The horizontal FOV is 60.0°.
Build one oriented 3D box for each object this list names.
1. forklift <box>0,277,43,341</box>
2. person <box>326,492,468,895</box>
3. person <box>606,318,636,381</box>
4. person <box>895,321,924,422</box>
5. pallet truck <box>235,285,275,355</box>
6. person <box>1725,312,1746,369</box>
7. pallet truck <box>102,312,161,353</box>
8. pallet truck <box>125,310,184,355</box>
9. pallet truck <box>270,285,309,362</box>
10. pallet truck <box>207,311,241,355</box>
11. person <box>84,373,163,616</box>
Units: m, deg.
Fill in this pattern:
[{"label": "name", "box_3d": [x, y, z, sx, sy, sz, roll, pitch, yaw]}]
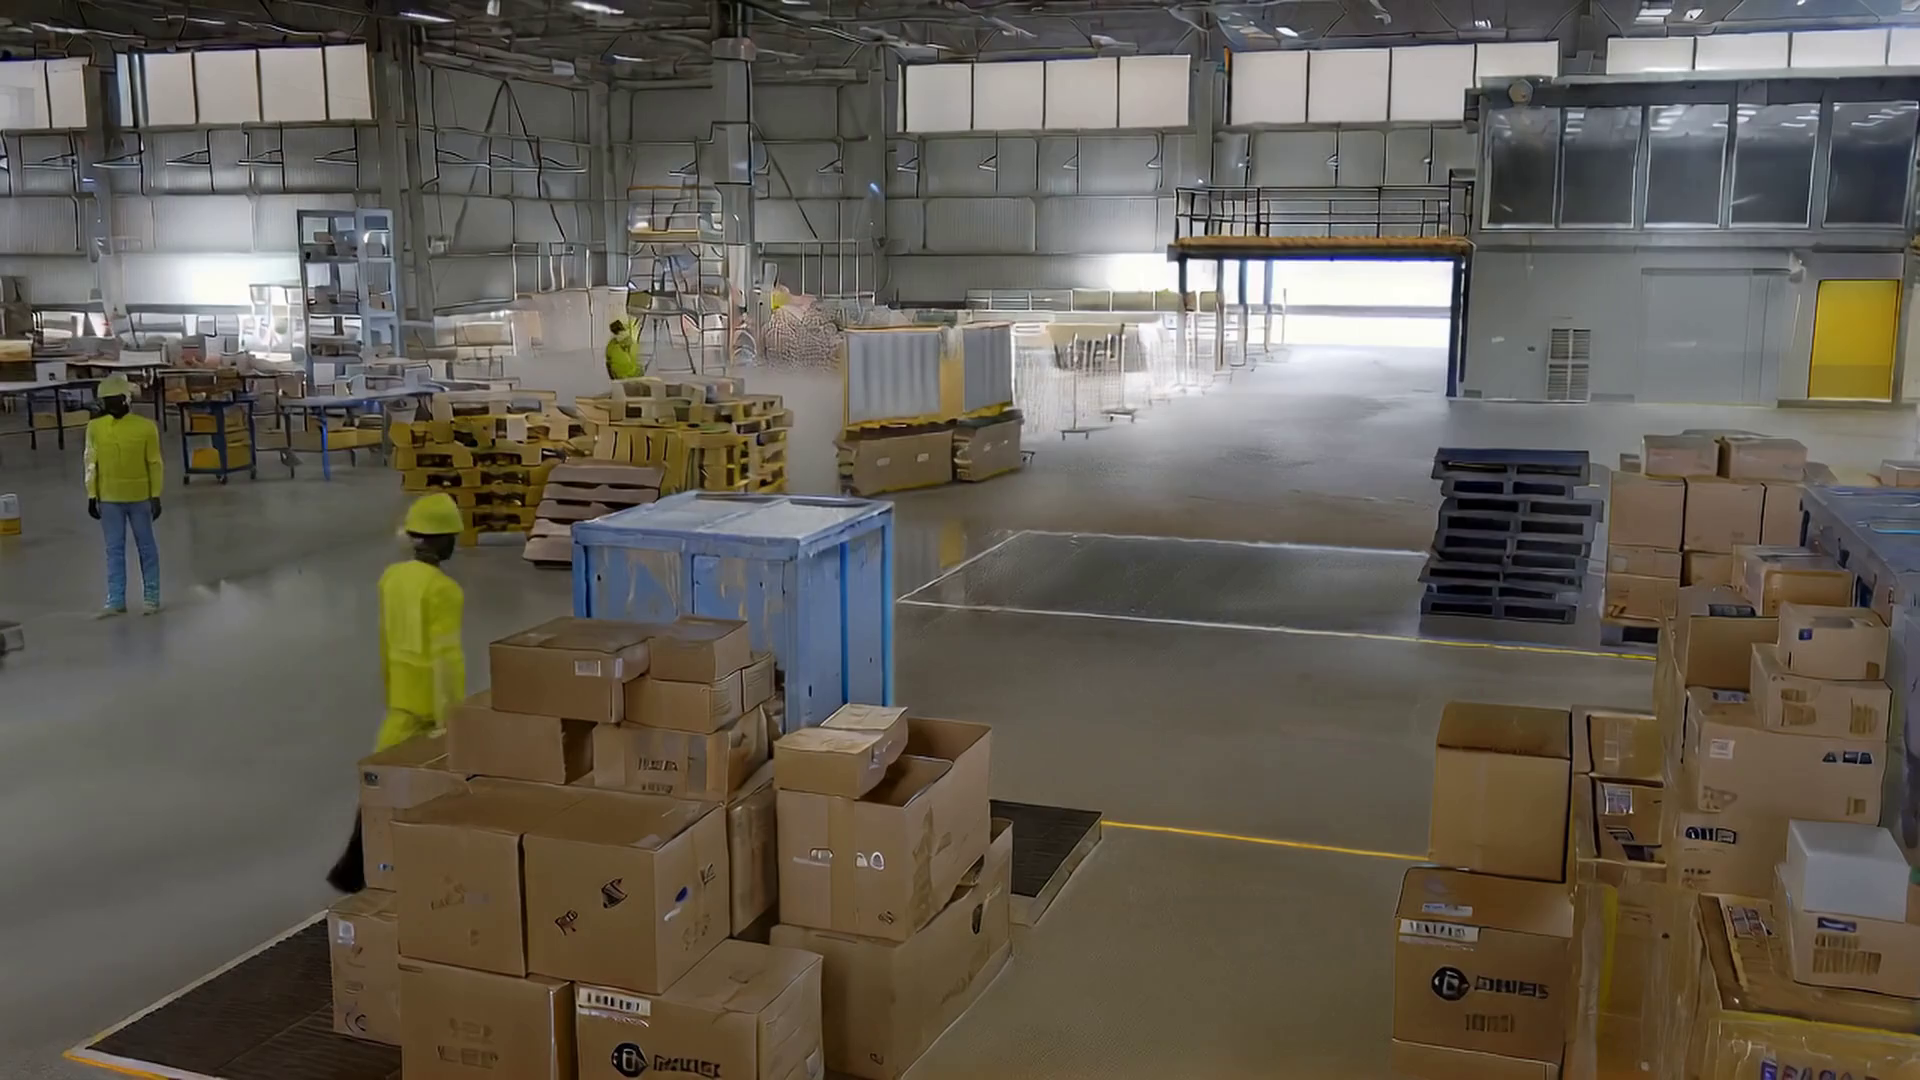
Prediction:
[{"label": "forklift", "box_3d": [-27.151, -6.329, 46.328, 1.157, 1.987, 2.680, 3, 11, 17]}, {"label": "person", "box_3d": [-2.539, 0.727, 7.777, 0.540, 1.904, 0.966, 6, 12, 29]}, {"label": "person", "box_3d": [-5.334, -2.588, 26.453, 0.493, 1.886, 0.678, 8, 13, 37]}, {"label": "person", "box_3d": [-0.868, -2.853, 28.349, 0.492, 1.740, 0.325, 2, 10, 12]}, {"label": "pallet truck", "box_3d": [-18.327, -5.835, 44.421, 0.823, 1.965, 1.885, 4, 11, 23]}, {"label": "person", "box_3d": [18.253, -4.718, 39.158, 0.497, 1.625, 0.288, 7, 12, 33]}, {"label": "pallet truck", "box_3d": [-23.057, -5.777, 46.261, 0.680, 1.201, 1.601, 3, 11, 19]}, {"label": "pallet truck", "box_3d": [-22.038, -5.665, 45.457, 0.704, 1.261, 1.522, 3, 11, 17]}, {"label": "pallet truck", "box_3d": [-17.147, -5.700, 43.663, 0.823, 1.965, 1.885, 3, 11, 17]}, {"label": "pallet truck", "box_3d": [-19.537, -5.575, 44.913, 0.653, 1.274, 1.630, 3, 11, 19]}, {"label": "person", "box_3d": [-6.854, -0.369, 13.646, 0.611, 1.995, 0.375, -1, 10, -4]}]
